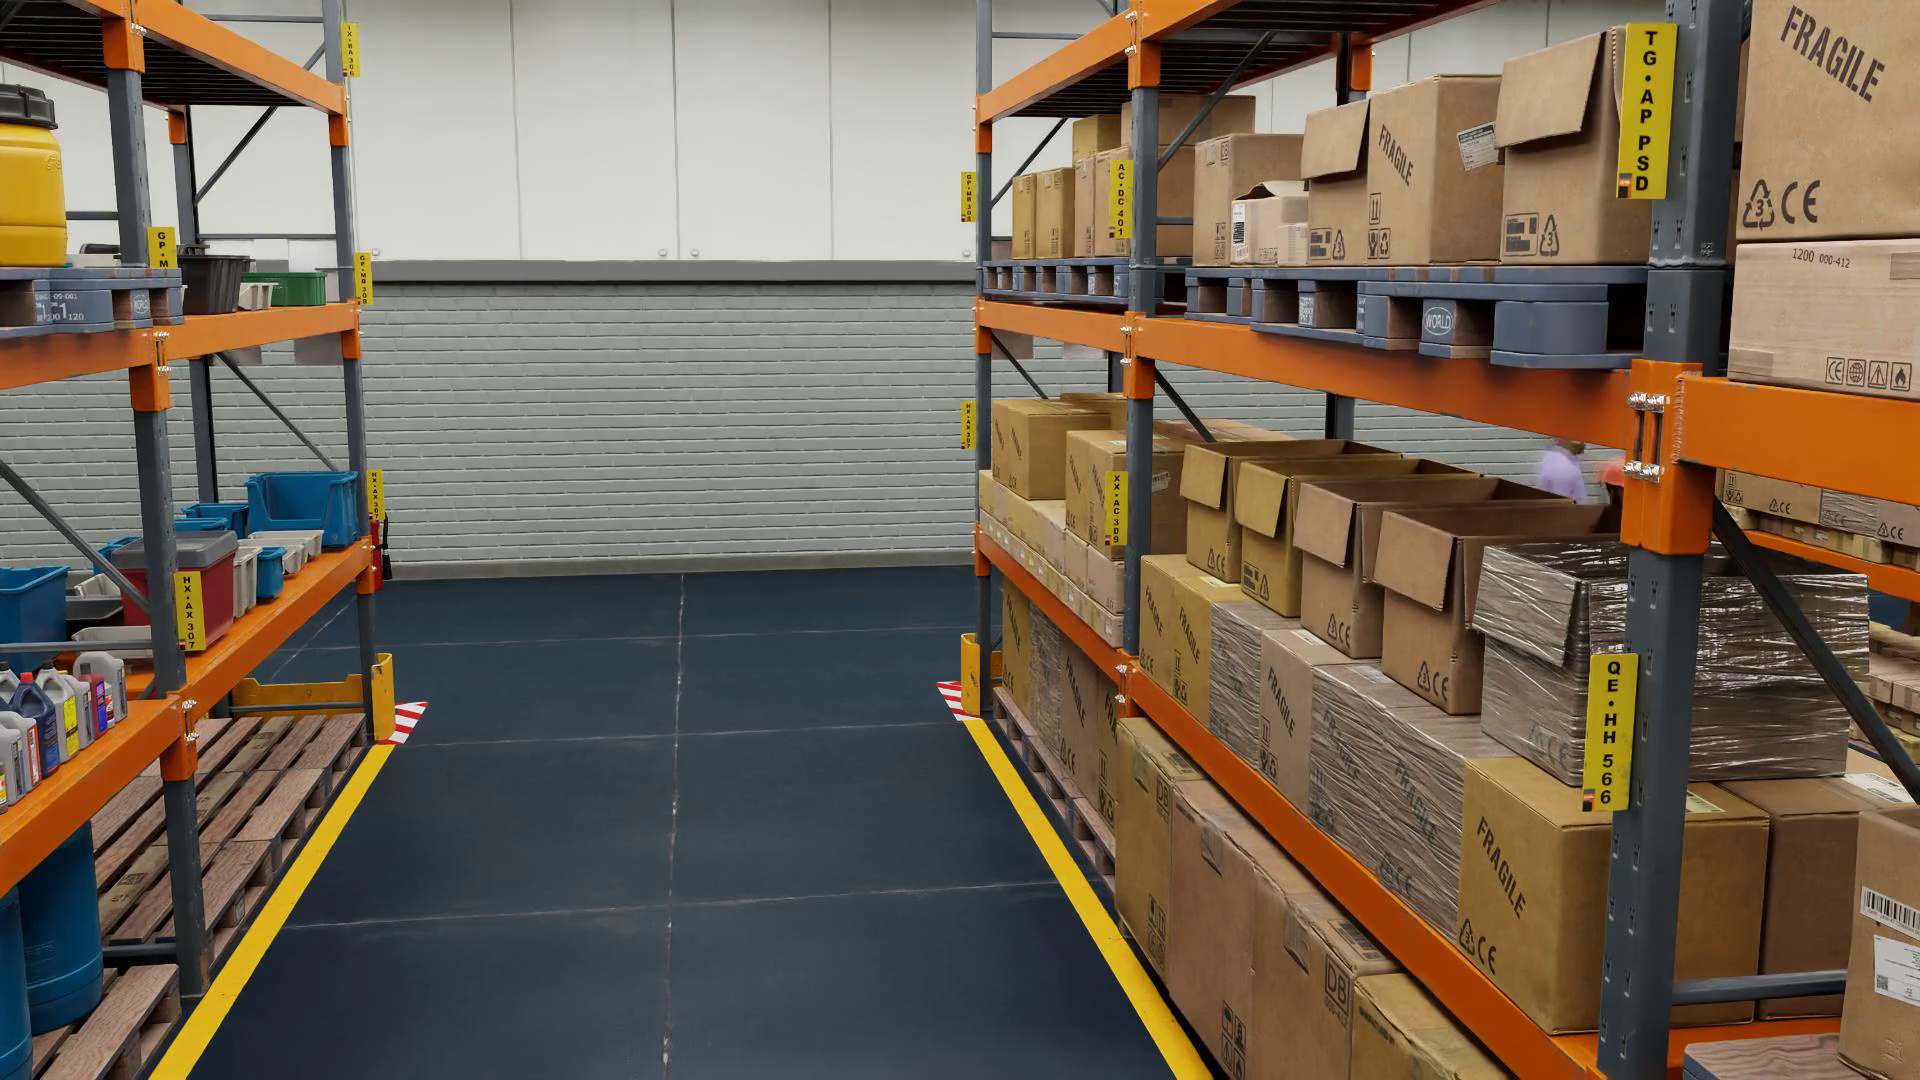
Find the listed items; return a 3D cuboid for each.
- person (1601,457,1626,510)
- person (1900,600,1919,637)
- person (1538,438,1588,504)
[{"bbox_3d":[4.070,0.410,10.481,0.544,1.893,1.011,-2,9,-12],"label":"person"},{"bbox_3d":[7.207,0.110,12.250,0.858,1.897,0.563,0,9,-2],"label":"person"},{"bbox_3d":[4.699,-0.046,13.258,0.568,1.886,0.646,4,10,24],"label":"person"}]
